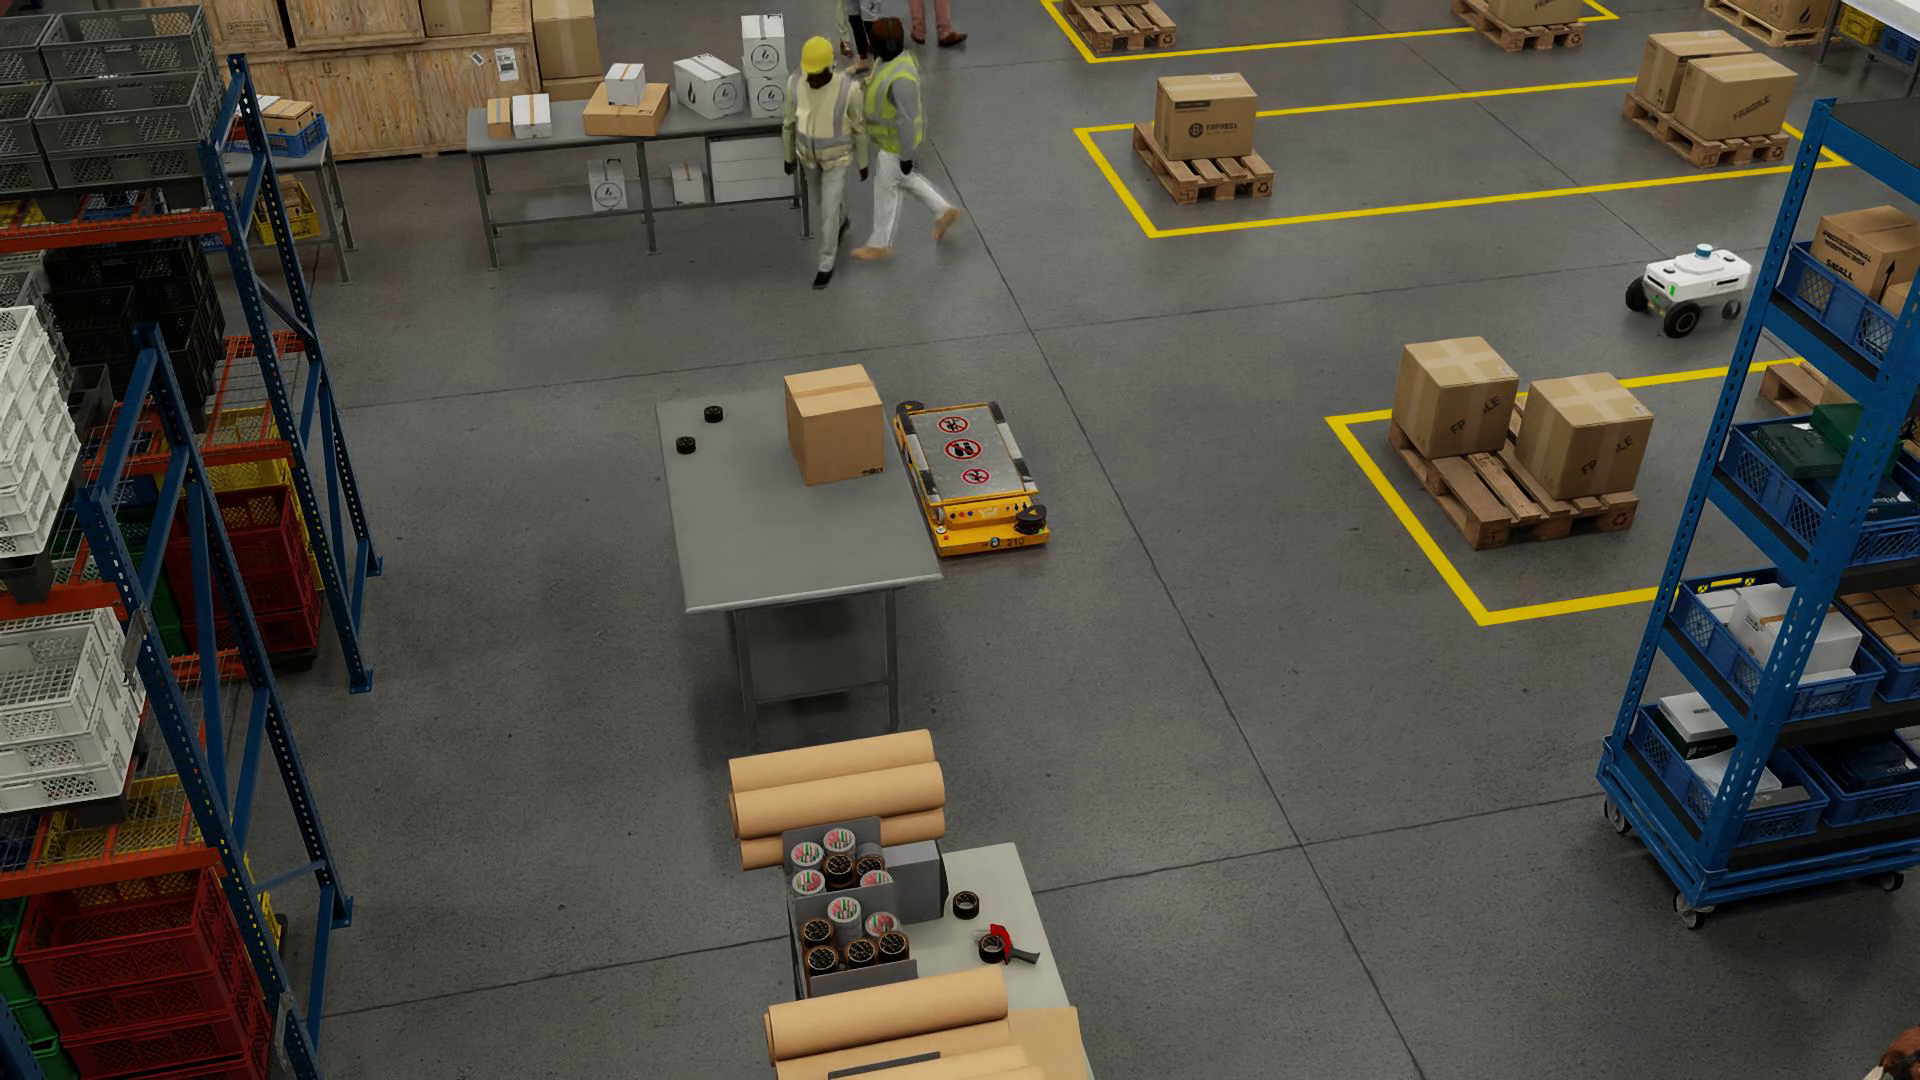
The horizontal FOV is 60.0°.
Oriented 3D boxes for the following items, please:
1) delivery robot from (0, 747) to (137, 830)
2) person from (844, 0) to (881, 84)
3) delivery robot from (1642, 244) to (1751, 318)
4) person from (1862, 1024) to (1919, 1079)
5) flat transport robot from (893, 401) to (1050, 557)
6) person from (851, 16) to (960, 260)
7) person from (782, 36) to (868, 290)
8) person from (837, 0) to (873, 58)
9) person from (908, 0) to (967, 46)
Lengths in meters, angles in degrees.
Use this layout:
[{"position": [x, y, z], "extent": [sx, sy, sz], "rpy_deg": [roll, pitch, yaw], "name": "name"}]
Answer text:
[{"position": [-4.235, 1.073, 7.777], "extent": [0.707, 0.478, 0.477], "rpy_deg": [-15, 39, -20], "name": "delivery robot"}, {"position": [-0.898, -5.021, 15.103], "extent": [0.320, 1.684, 0.540], "rpy_deg": [-24, 43, -29], "name": "person"}, {"position": [5.177, -1.843, 11.696], "extent": [0.707, 0.478, 0.477], "rpy_deg": [-12, 38, -16], "name": "delivery robot"}, {"position": [2.936, 2.149, 5.506], "extent": [0.515, 1.636, 0.312], "rpy_deg": [-27, 45, -32], "name": "person"}, {"position": [0.046, -0.430, 10.108], "extent": [0.652, 0.197, 1.431], "rpy_deg": [-8, 37, -10], "name": "flat transport robot"}, {"position": [-0.412, -2.960, 12.226], "extent": [0.805, 1.822, 0.634], "rpy_deg": [-5, 37, -7], "name": "person"}, {"position": [-0.970, -2.828, 12.083], "extent": [0.618, 1.782, 0.925], "rpy_deg": [12, 38, 16], "name": "person"}, {"position": [-1.003, -5.457, 15.553], "extent": [0.521, 1.855, 0.350], "rpy_deg": [-18, 40, -22], "name": "person"}, {"position": [-0.333, -5.690, 15.854], "extent": [0.743, 1.880, 0.402], "rpy_deg": [10, 38, 14], "name": "person"}]
